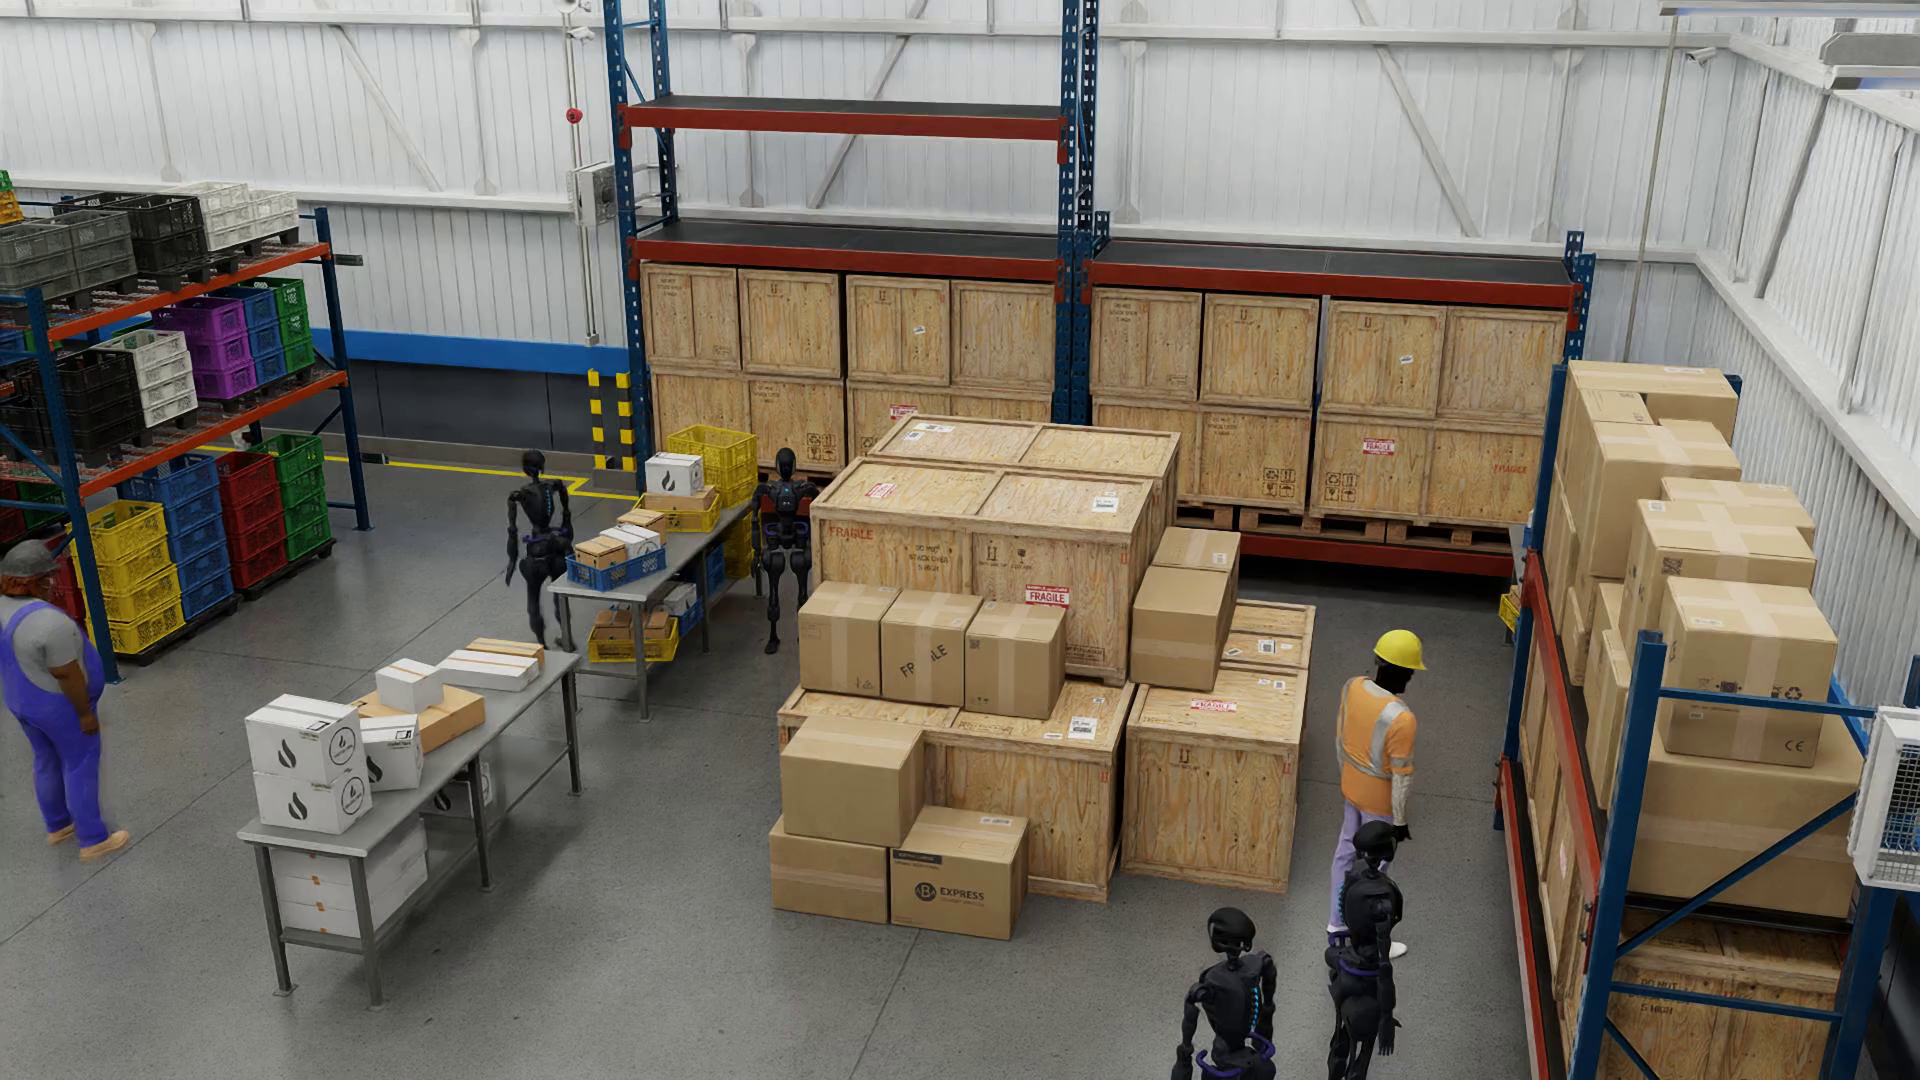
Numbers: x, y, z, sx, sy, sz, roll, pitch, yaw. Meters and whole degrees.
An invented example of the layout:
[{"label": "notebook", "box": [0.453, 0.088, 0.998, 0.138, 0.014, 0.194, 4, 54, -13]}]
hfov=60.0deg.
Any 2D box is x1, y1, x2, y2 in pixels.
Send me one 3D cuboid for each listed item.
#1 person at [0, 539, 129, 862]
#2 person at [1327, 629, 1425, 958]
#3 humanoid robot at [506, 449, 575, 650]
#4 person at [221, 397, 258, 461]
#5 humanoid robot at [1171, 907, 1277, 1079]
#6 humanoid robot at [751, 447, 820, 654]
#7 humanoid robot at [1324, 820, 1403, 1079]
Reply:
[{"label": "person", "box": [-5.462, 0.949, 10.083, 0.679, 2.000, 0.536, 12, 24, 28]}, {"label": "person", "box": [2.285, 1.382, 9.126, 0.395, 1.913, 0.587, -8, 22, -20]}, {"label": "humanoid robot", "box": [-3.182, 0.130, 12.770, 0.412, 1.657, 0.641, 18, 27, 39]}, {"label": "person", "box": [-6.772, -1.121, 15.715, 0.354, 1.886, 0.572, -9, 23, -22]}, {"label": "humanoid robot", "box": [1.133, 2.295, 7.064, 0.579, 1.652, 0.306, -14, 25, -33]}, {"label": "humanoid robot", "box": [-1.321, 0.083, 12.839, 0.600, 1.654, 0.325, -3, 21, -8]}, {"label": "humanoid robot", "box": [1.877, 2.046, 7.696, 0.329, 1.660, 0.587, -2, 21, -4]}]
